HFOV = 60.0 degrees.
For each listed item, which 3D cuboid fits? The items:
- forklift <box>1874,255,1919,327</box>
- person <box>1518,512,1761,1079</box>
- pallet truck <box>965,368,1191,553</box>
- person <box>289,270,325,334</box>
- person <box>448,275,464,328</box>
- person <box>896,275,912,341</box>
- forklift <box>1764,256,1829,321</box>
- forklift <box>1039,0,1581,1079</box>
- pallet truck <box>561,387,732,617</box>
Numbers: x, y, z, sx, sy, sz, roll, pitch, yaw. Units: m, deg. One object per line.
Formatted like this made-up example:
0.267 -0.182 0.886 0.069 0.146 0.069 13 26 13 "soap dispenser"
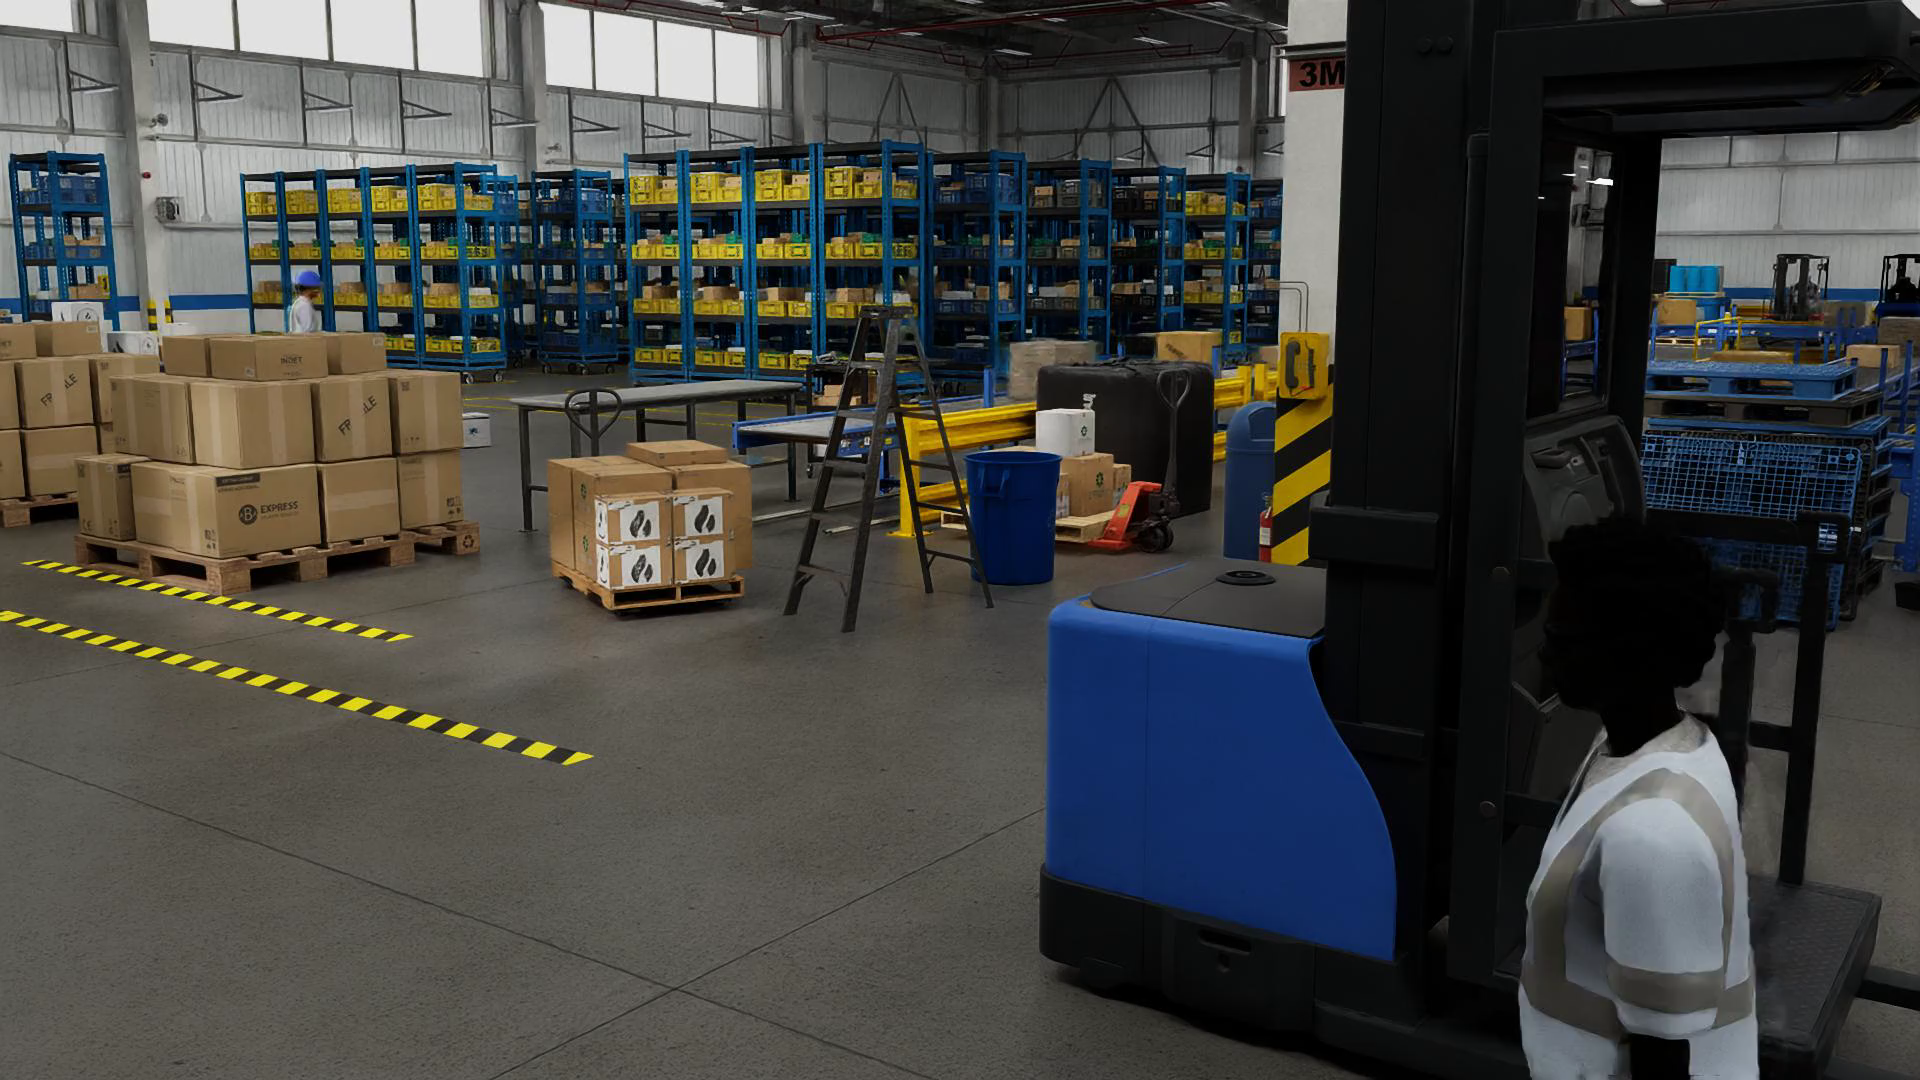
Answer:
22.089 -5.634 38.796 1.157 1.987 2.680 6 11 33 "forklift"
0.917 0.802 2.332 0.399 1.686 0.546 5 11 27 "person"
0.845 -0.609 11.869 1.630 1.274 0.653 7 12 35 "pallet truck"
-7.575 -2.136 19.105 0.762 1.922 0.607 -3 10 -16 "person"
-10.749 -4.822 35.485 0.564 1.802 0.958 4 10 25 "person"
-0.971 -3.532 27.745 0.694 1.803 0.604 -7 12 -35 "person"
20.253 -5.854 40.139 1.157 1.987 2.680 7 12 35 "forklift"
1.249 -0.137 4.360 1.873 2.768 1.129 7 12 35 "forklift"
-1.981 -0.274 10.088 0.680 1.201 1.601 -5 11 -28 "pallet truck"
